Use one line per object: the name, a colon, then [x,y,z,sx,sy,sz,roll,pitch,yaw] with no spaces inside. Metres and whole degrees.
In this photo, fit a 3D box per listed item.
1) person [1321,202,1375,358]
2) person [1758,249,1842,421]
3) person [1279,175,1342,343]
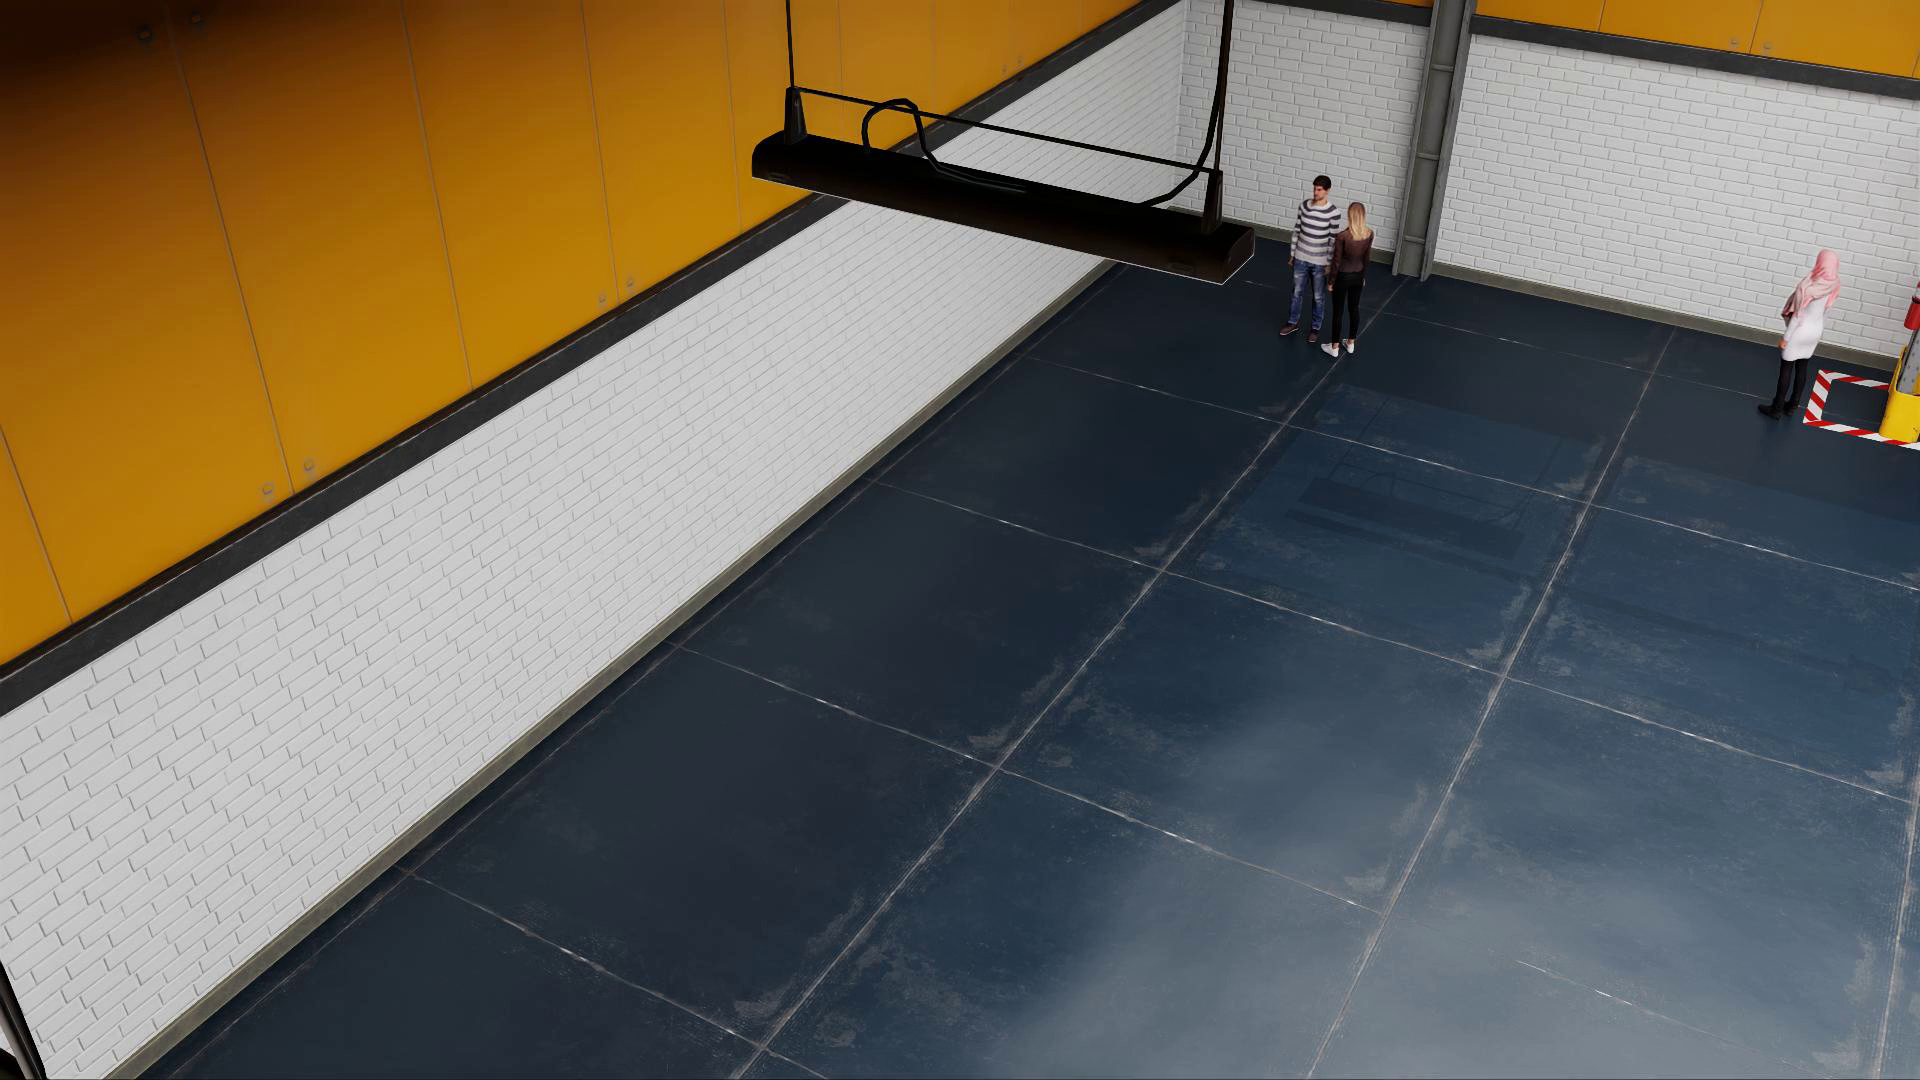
person: [4.119,-2.770,17.647,0.672,1.703,0.704,-12,35,-17]
person: [8.342,-2.035,16.450,0.740,1.804,0.795,-10,35,-14]
person: [3.804,-3.056,17.941,0.474,1.854,0.715,20,38,27]
